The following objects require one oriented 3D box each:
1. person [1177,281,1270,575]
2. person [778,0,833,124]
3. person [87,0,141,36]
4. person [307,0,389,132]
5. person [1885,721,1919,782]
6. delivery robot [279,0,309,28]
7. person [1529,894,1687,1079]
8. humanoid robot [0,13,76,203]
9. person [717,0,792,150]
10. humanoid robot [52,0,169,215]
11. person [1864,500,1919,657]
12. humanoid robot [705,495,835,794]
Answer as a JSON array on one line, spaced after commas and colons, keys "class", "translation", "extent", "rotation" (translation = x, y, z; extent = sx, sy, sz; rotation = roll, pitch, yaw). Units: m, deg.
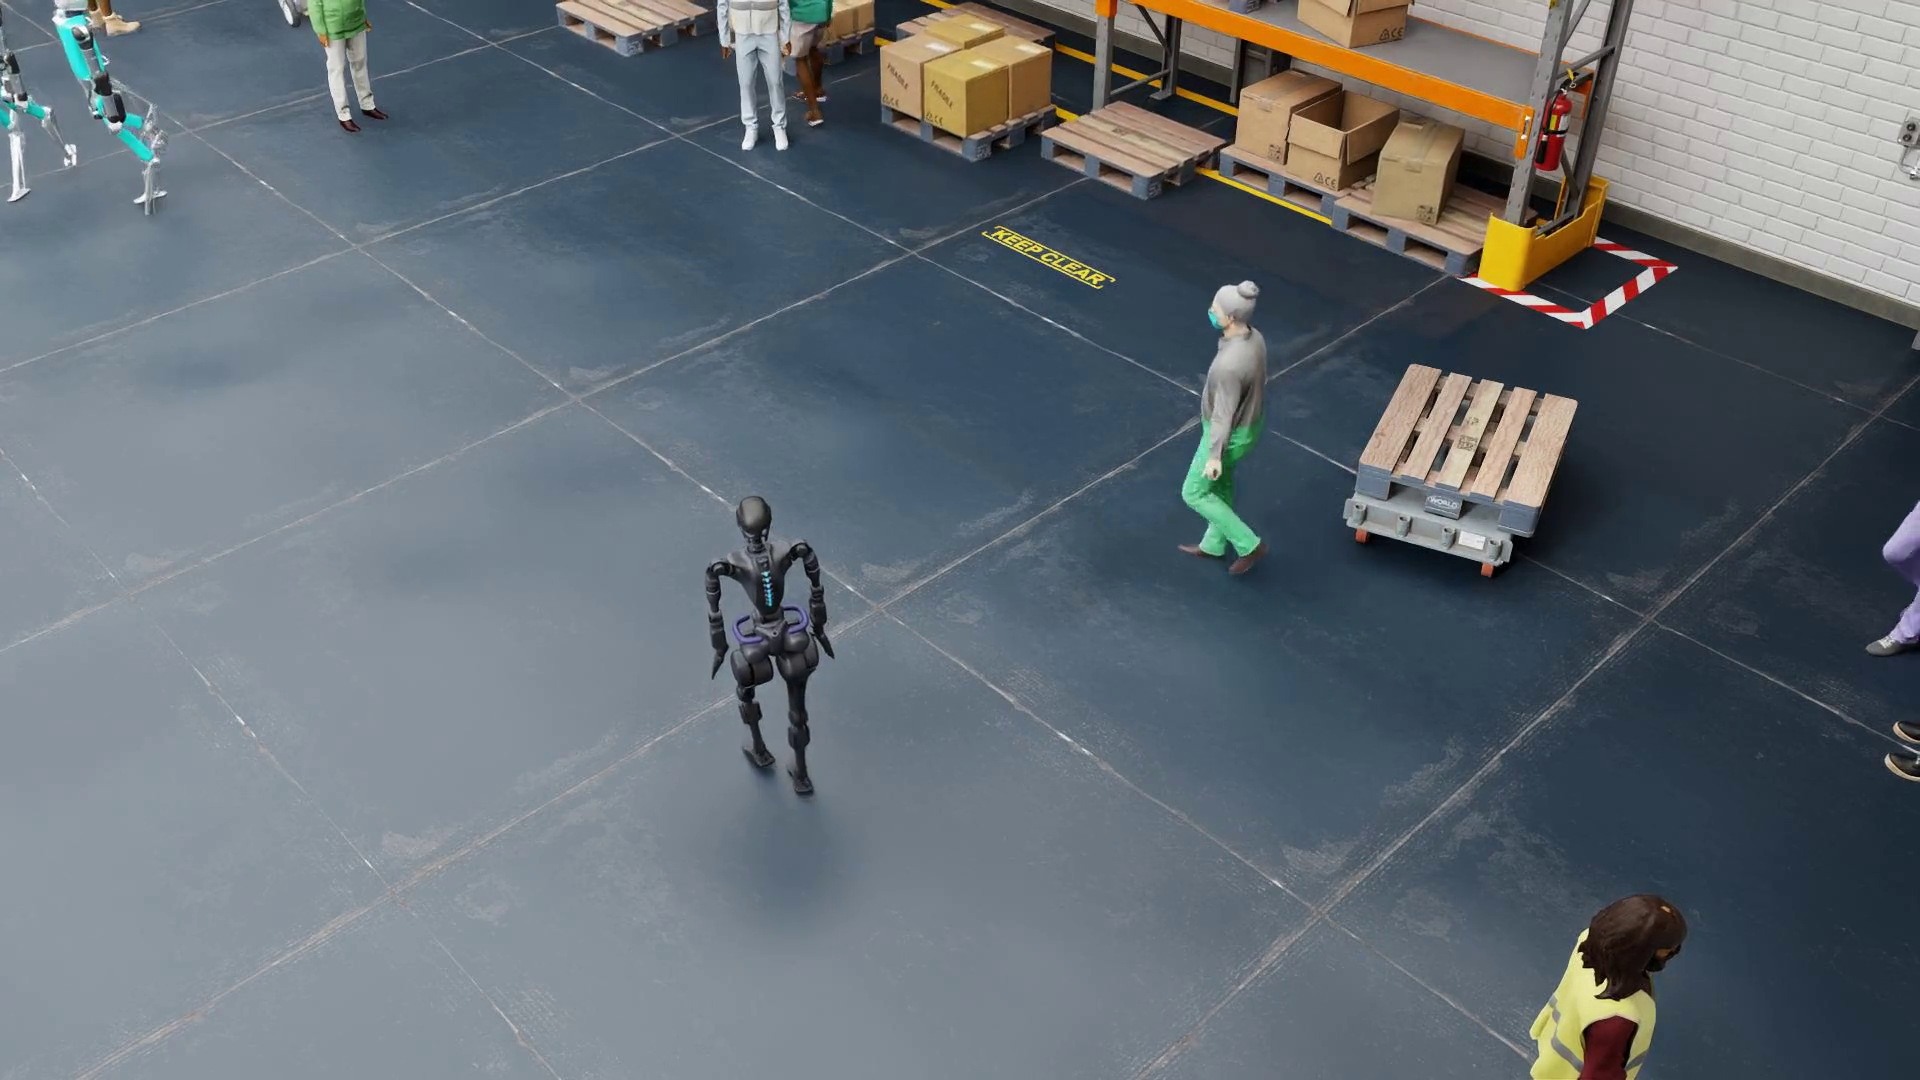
[{"class": "person", "translation": [1.476, -0.589, 9.019], "extent": [0.472, 1.830, 0.550], "rotation": [17, 40, 21]}, {"class": "person", "translation": [-1.322, -4.516, 14.240], "extent": [0.635, 1.802, 0.576], "rotation": [25, 44, 29]}, {"class": "person", "translation": [-8.341, -5.844, 15.798], "extent": [0.607, 2.048, 0.365], "rotation": [27, 45, 31]}, {"class": "person", "translation": [-5.232, -4.375, 14.070], "extent": [0.384, 1.781, 0.550], "rotation": [21, 42, 26]}, {"class": "person", "translation": [4.809, 0.322, 7.713], "extent": [0.369, 1.958, 0.595], "rotation": [17, 40, 21]}, {"class": "delivery robot", "translation": [-6.532, -5.445, 16.521], "extent": [0.499, 0.614, 0.818], "rotation": [-24, 43, -28]}, {"class": "person", "translation": [2.176, 1.866, 5.815], "extent": [0.378, 1.774, 0.468], "rotation": [8, 38, 10]}, {"class": "humanoid robot", "translation": [-7.501, -3.637, 13.172], "extent": [0.544, 1.805, 0.923], "rotation": [2, 37, 3]}, {"class": "person", "translation": [-1.683, -4.155, 13.679], "extent": [0.595, 1.908, 0.408], "rotation": [-2, 37, -3]}, {"class": "humanoid robot", "translation": [-6.400, -3.349, 12.808], "extent": [0.723, 1.858, 0.551], "rotation": [-28, 45, -32]}, {"class": "person", "translation": [5.088, -0.154, 8.445], "extent": [0.454, 1.824, 0.572], "rotation": [-7, 38, -9]}, {"class": "humanoid robot", "translation": [-0.877, 0.467, 7.745], "extent": [0.584, 1.647, 0.457], "rotation": [-12, 39, -16]}]
